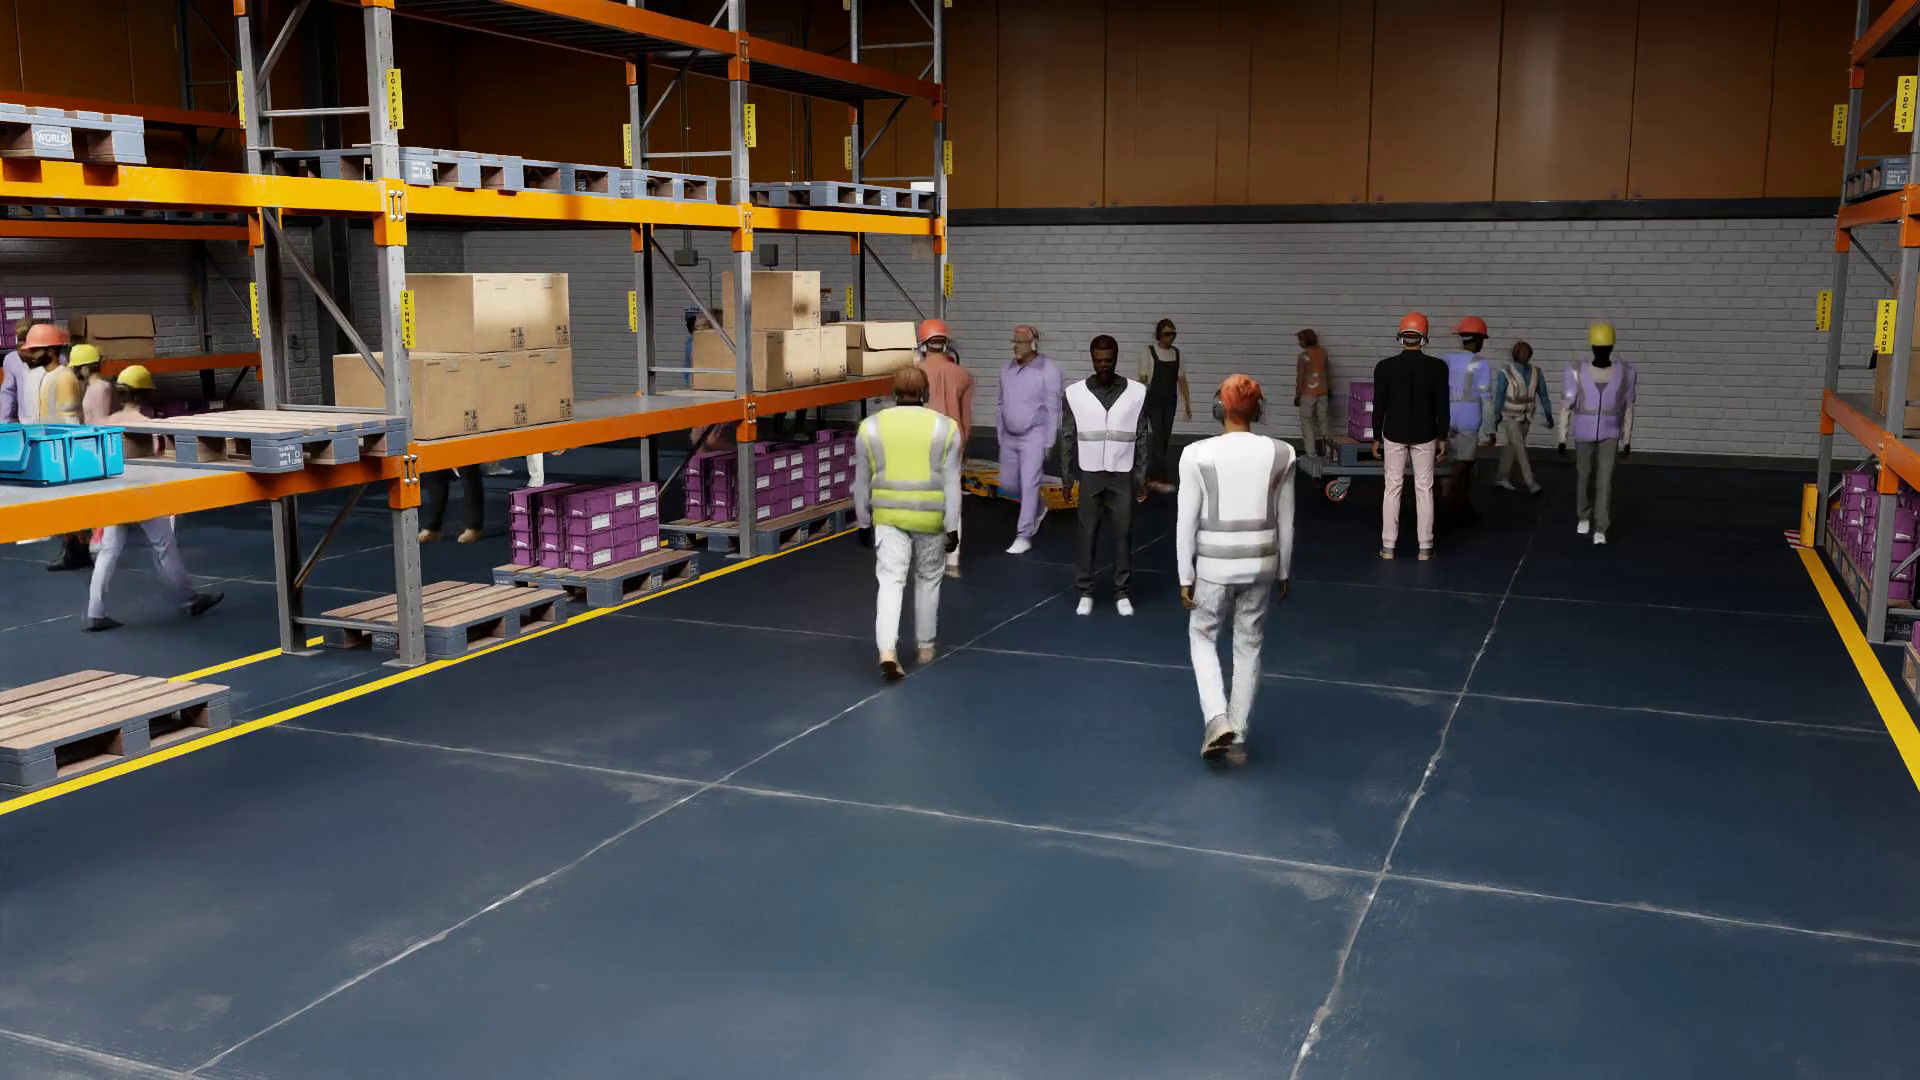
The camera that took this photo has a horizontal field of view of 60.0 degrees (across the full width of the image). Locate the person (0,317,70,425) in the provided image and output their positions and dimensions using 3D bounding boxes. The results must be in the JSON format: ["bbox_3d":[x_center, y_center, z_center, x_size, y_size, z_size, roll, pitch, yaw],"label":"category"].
[{"bbox_3d":[-8.567,-1.090,15.303,0.646,1.888,0.966,2,10,14],"label":"person"}]

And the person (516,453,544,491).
[{"bbox_3d":[-4.487,-1.370,17.217,0.404,1.824,0.586,-3,10,-15],"label":"person"}]

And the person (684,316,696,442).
[{"bbox_3d":[-3.559,-2.170,22.432,0.318,1.697,0.533,-1,9,-5],"label":"person"}]

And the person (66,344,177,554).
[{"bbox_3d":[-6.932,-0.746,13.679,0.739,1.734,0.553,-7,12,-38],"label":"person"}]

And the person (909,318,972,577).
[{"bbox_3d":[-0.216,-0.705,12.747,0.664,1.964,0.627,-5,10,-26],"label":"person"}]

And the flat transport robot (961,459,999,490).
[{"bbox_3d":[0.147,-0.715,17.923,0.652,0.197,1.431,-5,11,-27],"label":"flat transport robot"}]

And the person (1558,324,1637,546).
[{"bbox_3d":[5.504,-0.930,14.403,0.607,1.874,1.002,3,10,20],"label":"person"}]

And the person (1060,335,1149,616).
[{"bbox_3d":[0.980,-0.437,11.307,0.599,1.908,0.408,0,9,-1],"label":"person"}]

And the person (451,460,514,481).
[{"bbox_3d":[-5.383,-1.599,18.457,0.651,1.875,0.902,8,12,41],"label":"person"}]

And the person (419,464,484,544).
[{"bbox_3d":[-4.346,-0.979,14.175,0.692,2.000,0.544,3,10,19],"label":"person"}]

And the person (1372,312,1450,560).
[{"bbox_3d":[3.629,-0.831,13.412,0.610,1.996,0.378,3,10,17],"label":"person"}]

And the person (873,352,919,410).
[{"bbox_3d":[-0.693,-1.666,19.434,0.543,1.679,0.448,-8,13,-42],"label":"person"}]

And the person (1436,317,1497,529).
[{"bbox_3d":[4.634,-1.054,15.027,0.736,1.903,0.582,-5,11,-27],"label":"person"}]

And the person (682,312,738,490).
[{"bbox_3d":[-2.595,-1.461,17.564,0.649,1.885,0.657,-7,12,-36],"label":"person"}]

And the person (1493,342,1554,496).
[{"bbox_3d":[5.843,-1.257,17.221,0.619,1.573,0.884,-3,10,-19],"label":"person"}]

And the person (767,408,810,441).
[{"bbox_3d":[-2.208,-2.293,22.432,0.710,1.944,0.510,-4,10,-25],"label":"person"}]

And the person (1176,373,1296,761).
[{"bbox_3d":[1.304,0.148,7.863,0.581,1.867,0.461,-1,9,-3],"label":"person"}]

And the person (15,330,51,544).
[{"bbox_3d":[-7.761,-0.896,14.314,0.512,1.843,0.726,6,11,34],"label":"person"}]

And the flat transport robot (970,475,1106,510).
[{"bbox_3d":[0.763,-0.502,16.635,0.652,0.197,1.431,-6,11,-33],"label":"flat transport robot"}]

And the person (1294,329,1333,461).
[{"bbox_3d":[4.333,-1.762,20.230,0.659,1.608,0.328,-7,12,-37],"label":"person"}]

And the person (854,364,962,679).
[{"bbox_3d":[-0.307,-0.114,9.647,0.633,1.812,0.901,1,9,5],"label":"person"}]

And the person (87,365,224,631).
[{"bbox_3d":[-5.403,-0.285,10.968,0.529,1.711,0.927,5,11,27],"label":"person"}]

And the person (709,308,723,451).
[{"bbox_3d":[-3.101,-2.034,21.198,0.443,1.828,0.575,5,11,28],"label":"person"}]

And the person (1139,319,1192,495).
[{"bbox_3d":[2.156,-1.375,17.258,0.577,1.810,0.833,-4,10,-23],"label":"person"}]

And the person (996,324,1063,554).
[{"bbox_3d":[0.565,-0.848,13.833,0.670,1.891,0.669,8,12,41],"label":"person"}]

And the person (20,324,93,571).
[{"bbox_3d":[-7.007,-0.699,12.842,0.511,1.915,0.564,-8,12,-41],"label":"person"}]
